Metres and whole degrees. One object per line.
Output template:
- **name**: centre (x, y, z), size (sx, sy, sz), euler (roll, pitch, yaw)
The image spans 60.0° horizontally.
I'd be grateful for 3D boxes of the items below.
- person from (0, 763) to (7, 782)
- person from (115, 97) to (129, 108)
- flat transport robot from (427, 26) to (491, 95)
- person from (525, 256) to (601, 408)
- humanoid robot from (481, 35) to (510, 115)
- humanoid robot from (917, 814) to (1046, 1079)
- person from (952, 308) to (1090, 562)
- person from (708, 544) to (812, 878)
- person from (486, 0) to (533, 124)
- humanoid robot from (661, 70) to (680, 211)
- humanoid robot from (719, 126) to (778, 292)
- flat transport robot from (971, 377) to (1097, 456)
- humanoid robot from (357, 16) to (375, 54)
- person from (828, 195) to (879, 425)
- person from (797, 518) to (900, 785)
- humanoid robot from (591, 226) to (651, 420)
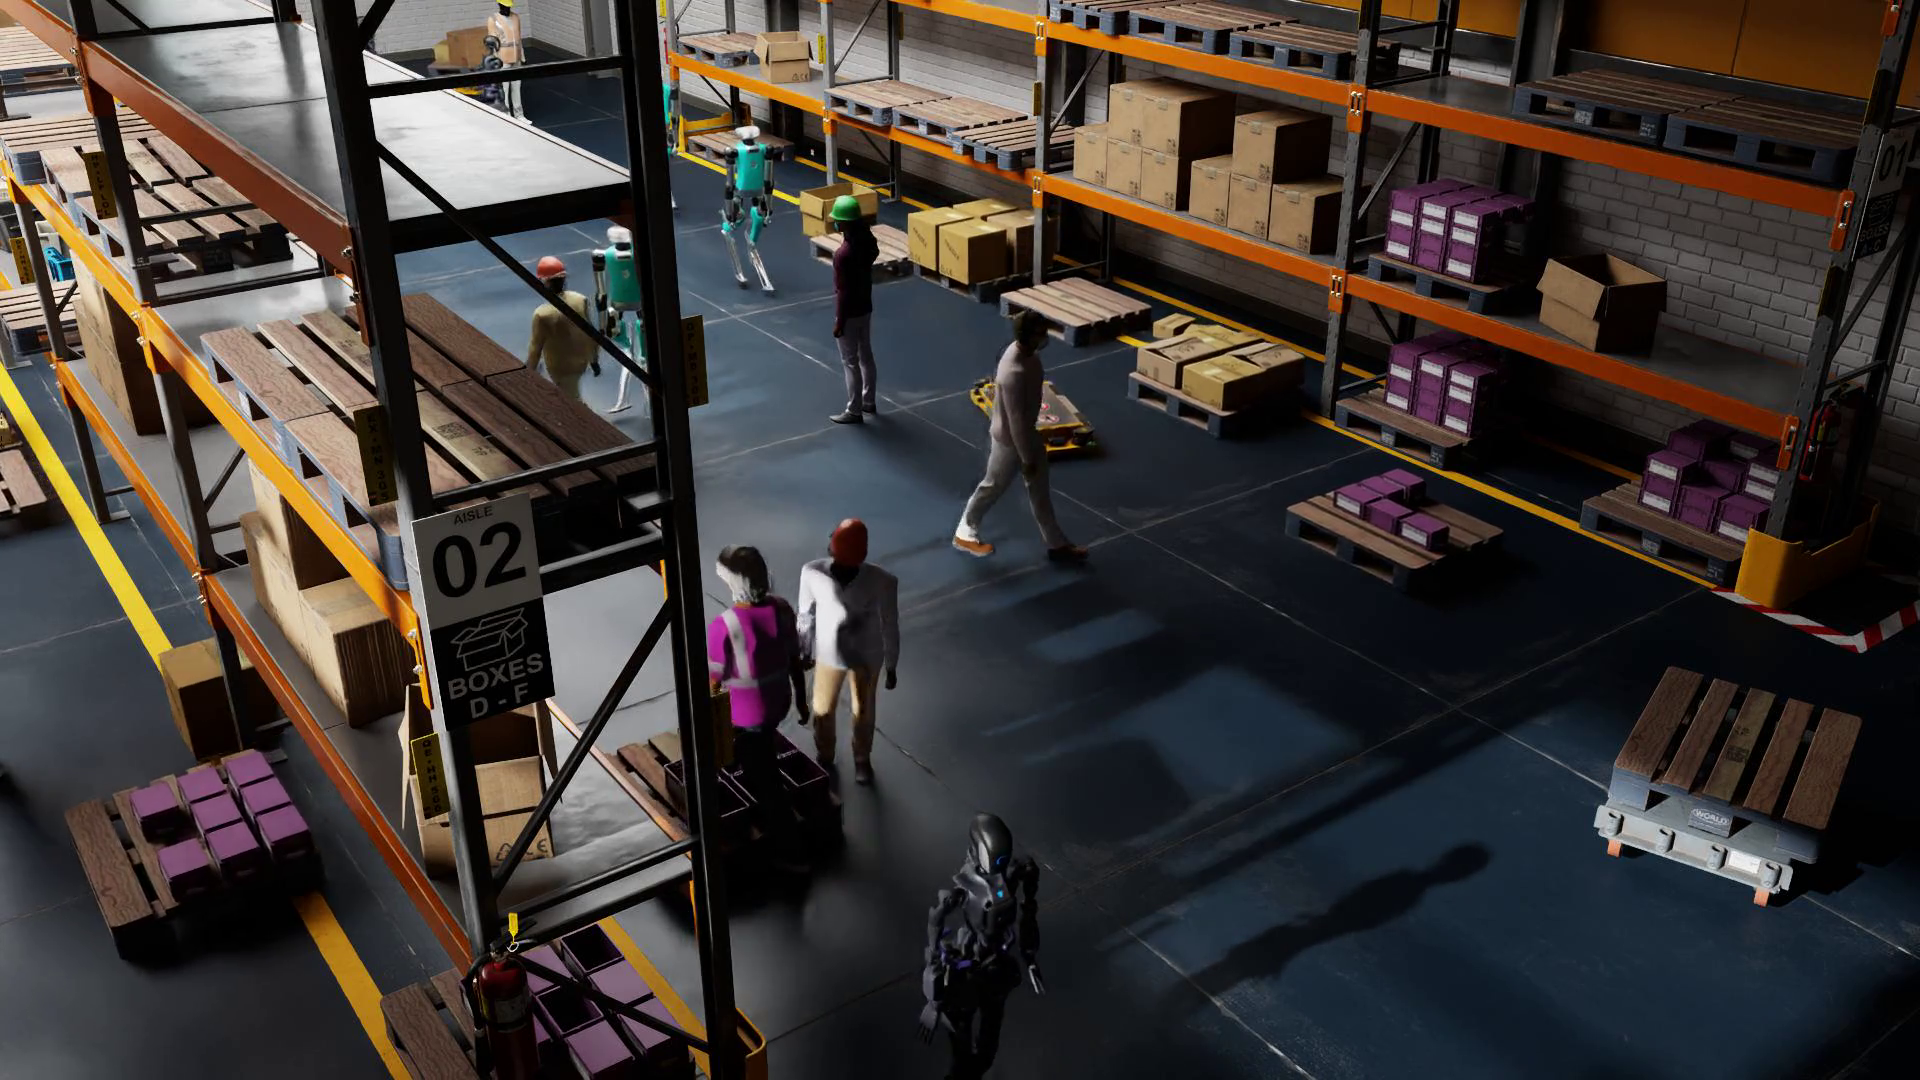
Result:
- **person**: centre (-5.717, 0.512, 9.187), size (0.549, 1.881, 0.699), euler (-4, 27, -7)
- **person**: centre (-10.484, -5.318, 20.665), size (0.407, 1.983, 0.610), euler (4, 27, 9)
- **flat transport robot**: centre (-7.724, -7.338, 26.584), size (0.659, 0.231, 1.431), euler (0, 27, 1)
- **person**: centre (-3.174, -1.382, 13.143), size (0.900, 1.688, 0.669), euler (12, 29, 22)
- **humanoid robot**: centre (-6.145, -5.836, 22.027), size (0.343, 1.642, 0.608), euler (-15, 30, -28)
- **humanoid robot**: centre (0.079, 1.791, 6.877), size (0.593, 1.644, 0.382), euler (-17, 31, -30)
- **person**: centre (0.398, -0.710, 11.596), size (1.000, 1.892, 0.644), euler (8, 28, 15)
- **person**: centre (-1.076, 0.842, 8.616), size (0.528, 1.789, 0.984), euler (-23, 35, -38)
- **person**: centre (-6.472, -6.918, 23.915), size (0.377, 1.916, 0.585), euler (17, 31, 30)
- **humanoid robot**: centre (-3.635, -4.753, 19.801), size (0.538, 1.729, 0.995), euler (-12, 29, -23)
- **humanoid robot**: centre (-2.220, -3.400, 17.116), size (0.546, 1.762, 0.927), euler (-15, 30, -28)
- **flat transport robot**: centre (0.605, -1.060, 14.096), size (0.659, 0.231, 1.431), euler (-8, 28, -15)
- **humanoid robot**: centre (-8.246, -6.497, 23.345), size (0.394, 1.652, 0.603), euler (-21, 33, -35)
- **person**: centre (-0.883, -1.913, 13.923), size (0.427, 1.949, 0.499), euler (13, 29, 24)
- **person**: centre (-0.608, 0.623, 9.133), size (0.584, 1.722, 0.494), euler (4, 27, 9)
- **humanoid robot**: centre (-2.778, -1.837, 14.012), size (0.530, 1.776, 0.785), euler (-5, 27, -10)
